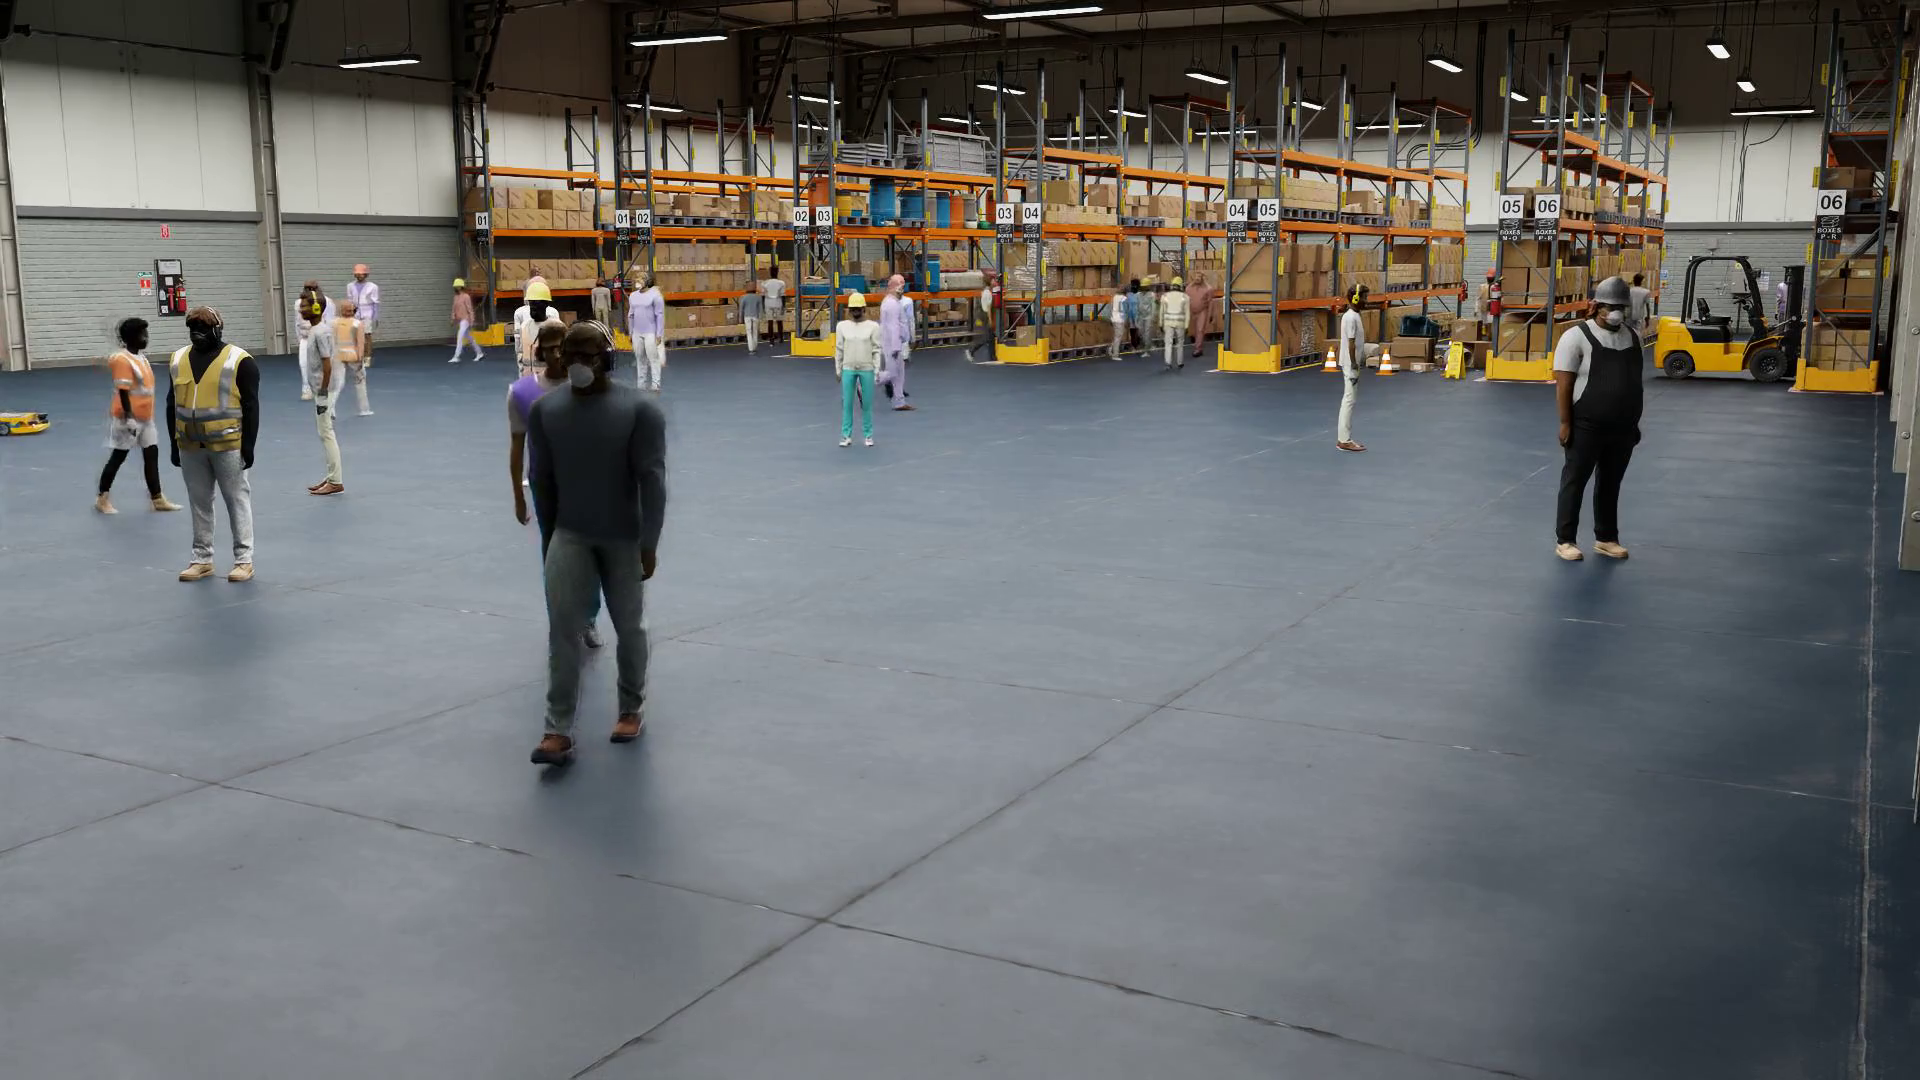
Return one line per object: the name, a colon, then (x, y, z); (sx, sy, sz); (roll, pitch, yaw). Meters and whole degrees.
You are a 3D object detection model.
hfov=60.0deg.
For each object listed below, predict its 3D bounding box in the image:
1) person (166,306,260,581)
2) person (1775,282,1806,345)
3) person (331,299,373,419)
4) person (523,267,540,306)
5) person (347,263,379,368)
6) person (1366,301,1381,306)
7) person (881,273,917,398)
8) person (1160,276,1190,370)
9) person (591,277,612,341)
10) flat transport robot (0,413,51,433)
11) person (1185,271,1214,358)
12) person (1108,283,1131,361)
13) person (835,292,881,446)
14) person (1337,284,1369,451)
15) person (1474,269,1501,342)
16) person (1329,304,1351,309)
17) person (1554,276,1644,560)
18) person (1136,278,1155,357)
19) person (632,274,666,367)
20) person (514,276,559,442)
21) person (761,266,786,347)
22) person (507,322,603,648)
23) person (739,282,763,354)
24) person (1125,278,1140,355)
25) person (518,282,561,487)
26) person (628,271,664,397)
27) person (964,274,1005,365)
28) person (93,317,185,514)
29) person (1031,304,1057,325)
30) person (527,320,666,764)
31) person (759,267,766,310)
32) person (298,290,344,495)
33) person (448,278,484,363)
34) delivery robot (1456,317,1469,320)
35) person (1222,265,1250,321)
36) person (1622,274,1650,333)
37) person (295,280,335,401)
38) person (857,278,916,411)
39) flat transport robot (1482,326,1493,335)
person: (-5.015, -0.638, 11.159); (0.627, 1.844, 0.429); (1, 10, 4)
person: (18.426, -5.080, 36.945); (0.585, 1.920, 0.391); (5, 11, 29)
person: (-8.250, -2.436, 22.375); (0.522, 1.607, 0.814); (2, 10, 13)
person: (-10.272, -5.659, 40.367); (0.652, 1.906, 0.402); (5, 11, 29)
person: (-11.604, -4.334, 32.233); (0.647, 2.029, 0.571); (0, 10, 2)
person: (11.215, -6.411, 44.883); (0.613, 1.862, 0.995); (6, 11, 32)
person: (-0.974, -3.096, 25.341); (0.550, 1.919, 0.802); (5, 11, 28)
person: (4.108, -4.142, 31.830); (0.593, 1.790, 0.925); (3, 10, 15)
person: (-9.188, -5.914, 42.652); (0.499, 1.633, 0.278); (0, 10, 0)
flat transport robot: (-11.990, -1.420, 20.328); (1.431, 0.197, 0.652); (-3, 10, -17)
person: (5.165, -4.894, 36.046); (0.645, 1.865, 0.977); (6, 11, 30)
person: (3.325, -4.522, 34.518); (0.397, 1.615, 0.537); (-5, 11, -25)
person: (-1.173, -1.947, 19.048); (0.533, 1.765, 0.330); (1, 10, 3)
person: (4.420, -1.931, 18.667); (0.325, 1.868, 0.549); (2, 10, 9)
person: (12.172, -5.284, 38.251); (0.549, 1.893, 1.004); (8, 13, 40)
person: (9.701, -6.002, 42.457); (0.546, 1.888, 1.012); (7, 12, 34)
person: (4.620, -0.867, 11.913); (0.688, 2.000, 0.536); (-3, 10, -15)
person: (4.049, -4.818, 36.002); (0.480, 1.713, 0.520); (-9, 13, -44)
person: (-6.134, -4.287, 32.580); (0.767, 1.812, 0.634); (-4, 11, -24)
person: (-4.930, -2.115, 19.522); (0.552, 1.936, 0.359); (1, 10, 4)
person: (-4.509, -5.663, 40.317); (0.633, 1.918, 0.953); (0, 10, 0)
person: (-2.156, -0.280, 9.111); (0.598, 1.820, 0.497); (-4, 10, -22)
person: (-4.649, -4.935, 37.031); (0.517, 1.603, 0.766); (-4, 10, -20)
person: (3.823, -4.916, 36.693); (0.537, 1.683, 0.564); (6, 11, 32)
person: (-3.926, -1.448, 15.638); (0.588, 1.930, 0.360); (5, 11, 28)
person: (-4.880, -3.190, 25.812); (0.635, 1.937, 0.352); (5, 11, 27)
person: (0.496, -4.373, 33.082); (0.723, 1.831, 0.525); (1, 10, 4)
person: (-7.052, -1.037, 14.093); (0.793, 1.672, 0.560); (-1, 10, -3)
person: (1.907, -5.206, 37.662); (0.625, 1.931, 0.375); (0, 10, -2)
person: (-1.589, 0.019, 7.168); (0.640, 1.897, 0.947); (1, 10, 5)
person: (-5.300, -6.404, 44.797); (0.573, 1.883, 0.356); (6, 11, 30)
person: (-5.853, -1.343, 15.209); (0.314, 1.867, 0.537); (-4, 10, -22)
person: (-10.192, -4.522, 34.246); (0.537, 1.723, 0.894); (9, 13, 41)
delivery robot: (13.711, -5.942, 45.698); (0.707, 0.478, 0.477); (-1, 10, -7)
person: (5.844, -4.836, 35.182); (0.606, 2.035, 0.403); (5, 11, 28)
person: (13.760, -4.499, 33.852); (0.560, 1.817, 0.990); (4, 10, 22)
person: (-9.738, -3.001, 25.050); (0.629, 1.815, 0.701); (0, 10, -2)
person: (-1.037, -2.733, 23.353); (0.763, 1.872, 0.643); (-1, 10, -8)
flat transport robot: (14.489, -5.777, 45.833); (0.652, 0.197, 1.431); (2, 10, 10)
